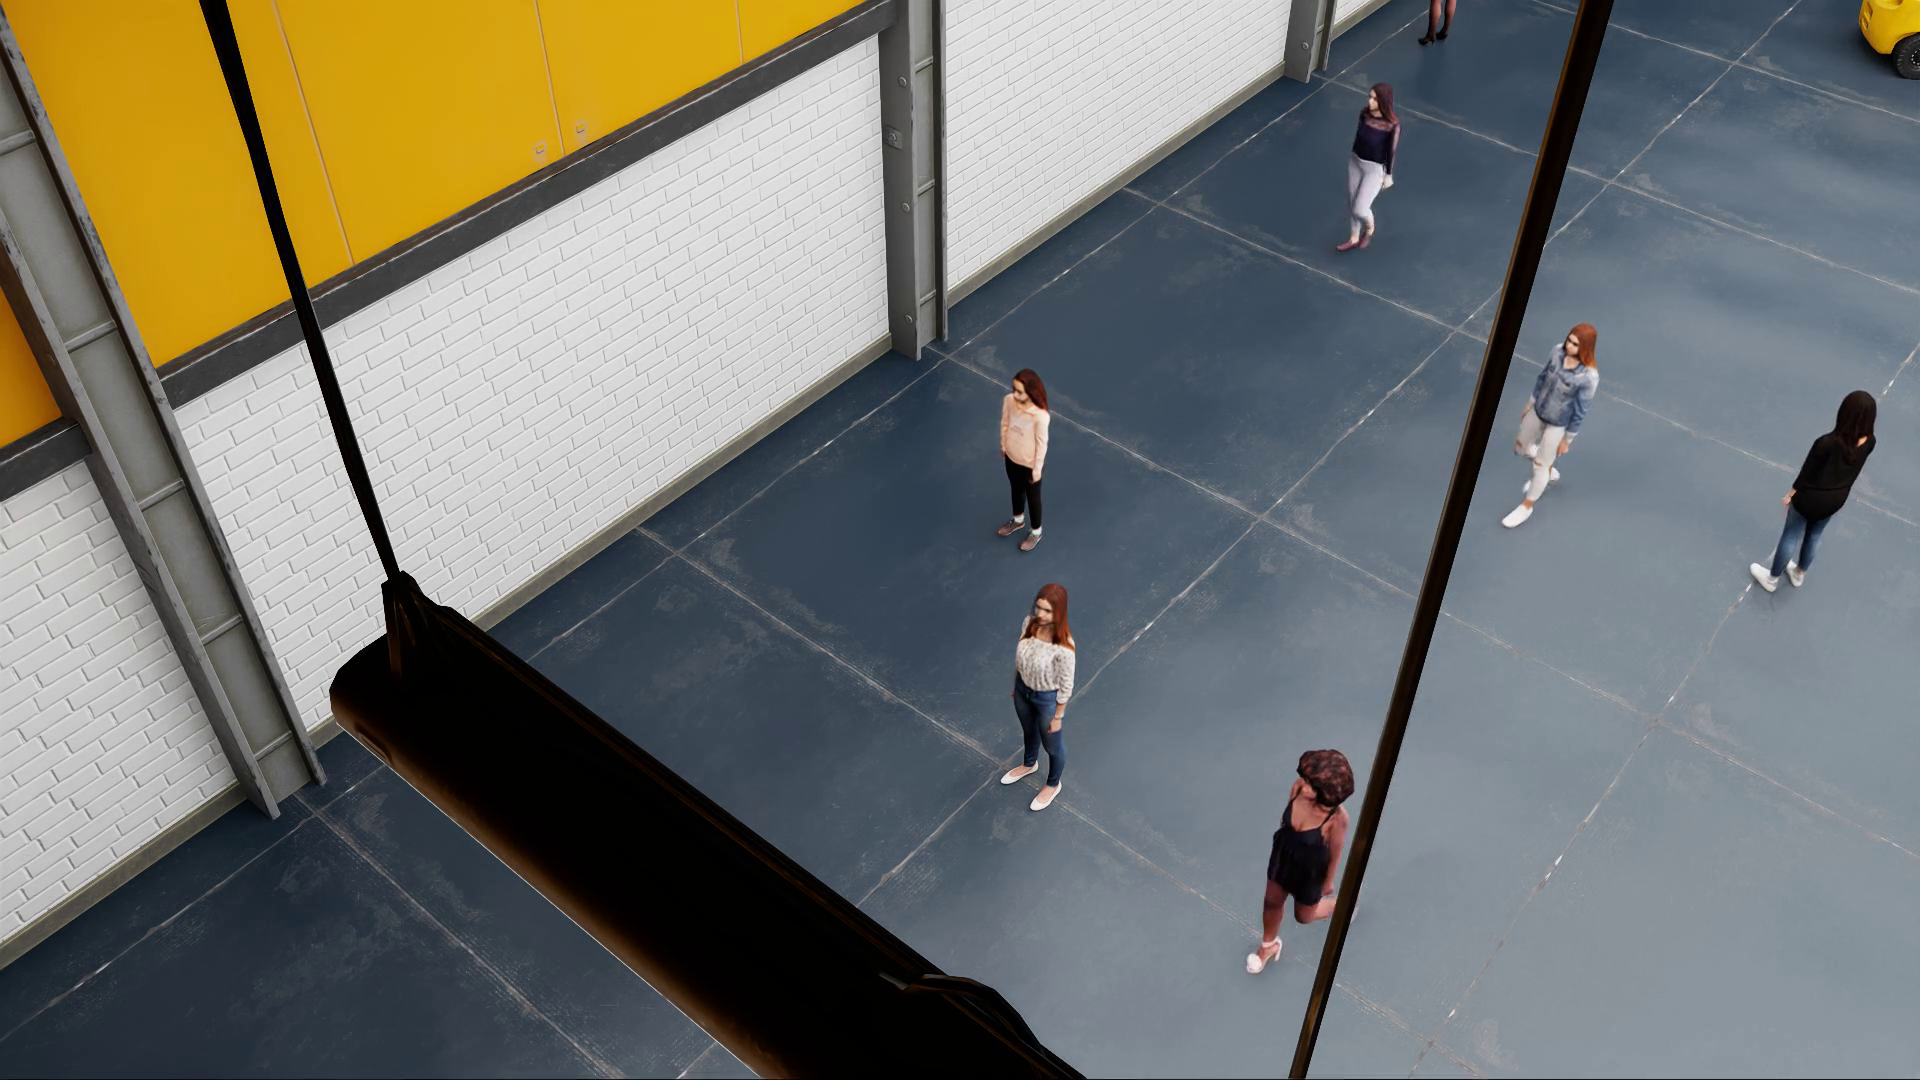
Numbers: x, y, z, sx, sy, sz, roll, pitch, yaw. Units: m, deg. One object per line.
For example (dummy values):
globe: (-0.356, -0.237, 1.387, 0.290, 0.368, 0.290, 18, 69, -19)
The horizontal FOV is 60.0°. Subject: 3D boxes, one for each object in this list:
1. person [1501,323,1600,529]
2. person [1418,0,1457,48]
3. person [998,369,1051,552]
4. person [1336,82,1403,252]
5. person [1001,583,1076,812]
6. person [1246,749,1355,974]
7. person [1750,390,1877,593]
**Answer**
person: (4.191, -0.855, 11.645, 0.936, 1.693, 0.831, -17, 46, -17)
person: (4.948, -5.852, 16.883, 0.571, 1.704, 0.714, -19, 47, -19)
person: (0.453, -0.582, 11.510, 0.566, 1.484, 0.512, 33, 52, 29)
person: (3.508, -3.152, 14.125, 0.702, 1.600, 0.689, -23, 48, -22)
person: (0.486, 0.904, 9.775, 0.566, 1.726, 0.608, -30, 51, -28)
person: (1.890, 1.703, 8.904, 0.986, 1.771, 0.700, -26, 50, -25)
person: (5.737, -0.306, 11.104, 0.650, 1.645, 0.717, -5, 44, -6)
